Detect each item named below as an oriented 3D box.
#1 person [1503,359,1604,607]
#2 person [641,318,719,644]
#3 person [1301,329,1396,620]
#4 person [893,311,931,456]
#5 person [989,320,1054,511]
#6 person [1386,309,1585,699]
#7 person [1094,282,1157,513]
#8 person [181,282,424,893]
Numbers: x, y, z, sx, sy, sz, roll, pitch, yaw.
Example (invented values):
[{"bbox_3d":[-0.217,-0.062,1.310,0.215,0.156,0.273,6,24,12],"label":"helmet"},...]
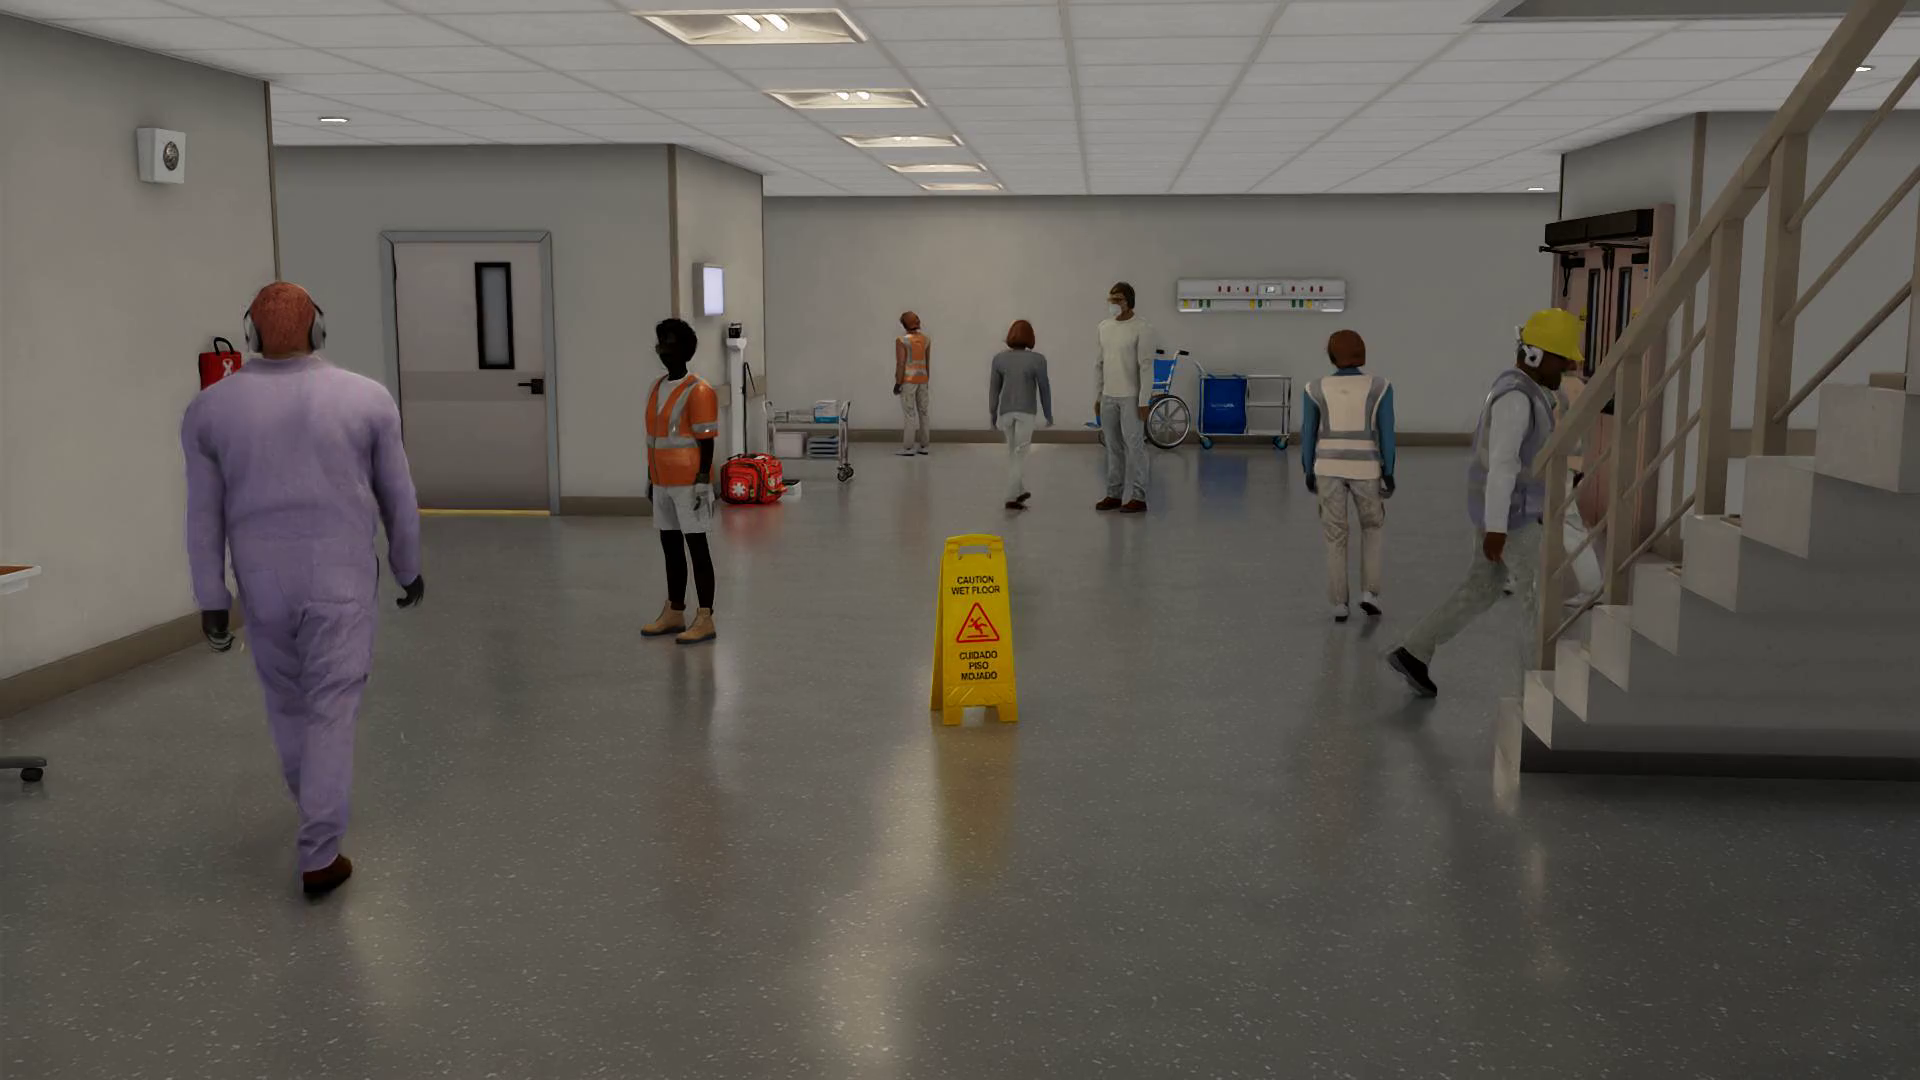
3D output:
[{"bbox_3d":[3.471,-0.416,9.794,0.854,1.593,0.526,8,11,42],"label":"person"},{"bbox_3d":[-1.476,-0.310,8.722,0.316,1.700,0.541,-8,12,-44],"label":"person"},{"bbox_3d":[2.171,-0.363,9.314,0.527,1.621,0.394,3,9,18],"label":"person"},{"bbox_3d":[-0.537,-1.768,18.847,0.514,1.639,0.311,-8,12,-44],"label":"person"},{"bbox_3d":[0.545,-1.060,14.163,0.507,1.600,0.780,5,10,31],"label":"person"},{"bbox_3d":[2.341,-0.127,7.277,0.904,1.769,0.655,3,9,19],"label":"person"},{"bbox_3d":[1.376,-1.188,13.941,0.368,1.932,0.622,-7,11,-38],"label":"person"},{"bbox_3d":[-2.068,0.115,5.322,0.648,1.852,1.023,-1,8,-7],"label":"person"}]
